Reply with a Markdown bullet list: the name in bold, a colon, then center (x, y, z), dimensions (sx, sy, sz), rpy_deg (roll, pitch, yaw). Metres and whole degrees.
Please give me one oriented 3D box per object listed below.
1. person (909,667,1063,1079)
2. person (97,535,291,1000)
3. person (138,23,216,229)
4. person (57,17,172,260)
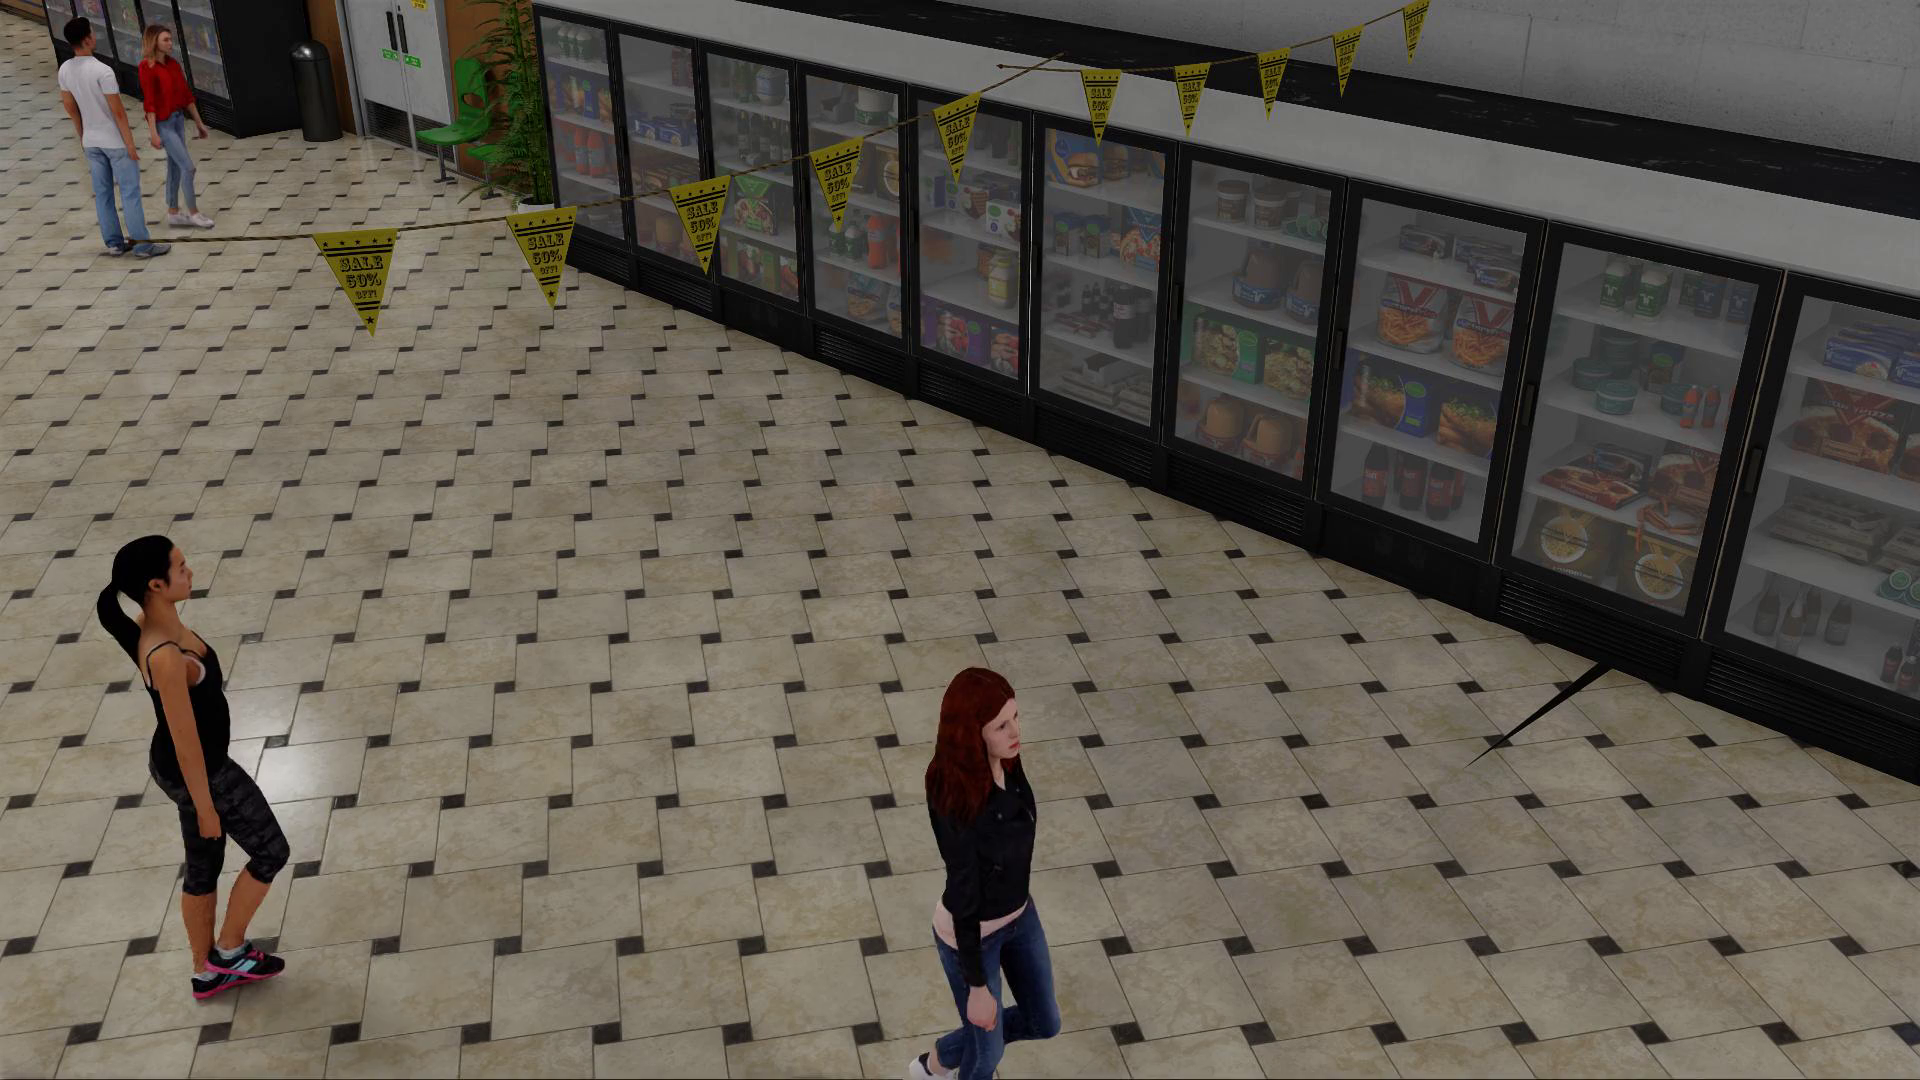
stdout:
- **person**: center (0.000, 1.133, 4.744), dimensions (0.724, 1.771, 0.724), rpy_deg (15, 31, 27)
- **person**: center (-2.592, 0.807, 5.444), dimensions (0.675, 1.718, 0.638), rpy_deg (-17, 31, -29)
- **person**: center (-6.638, -3.422, 13.820), dimensions (0.875, 1.685, 0.814), rpy_deg (2, 27, 4)
- **person**: center (-6.707, -3.139, 13.063), dimensions (0.759, 1.866, 0.743), rpy_deg (8, 28, 16)
